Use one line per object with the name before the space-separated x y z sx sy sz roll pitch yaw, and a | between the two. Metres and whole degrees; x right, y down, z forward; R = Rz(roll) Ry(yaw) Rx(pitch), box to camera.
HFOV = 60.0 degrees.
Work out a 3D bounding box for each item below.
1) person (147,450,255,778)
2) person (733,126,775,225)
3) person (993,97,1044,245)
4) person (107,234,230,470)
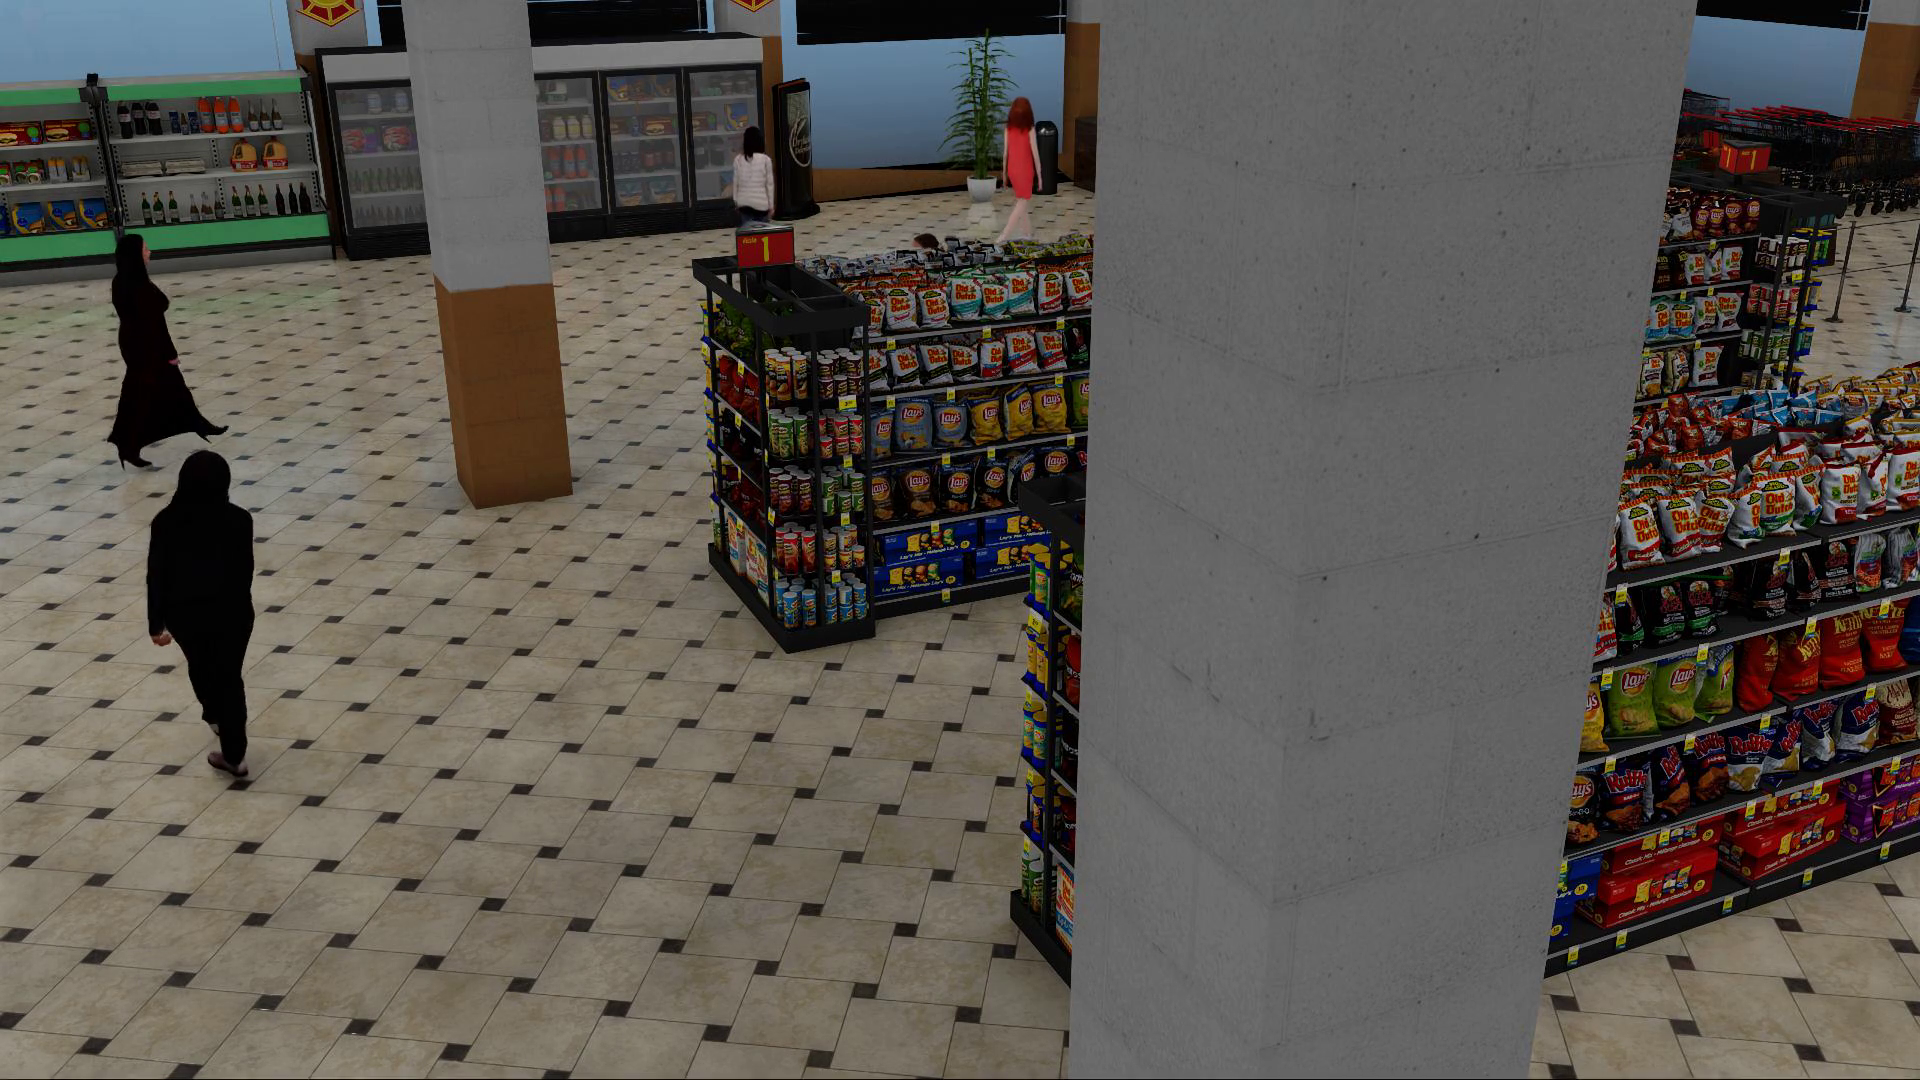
person | -3.673 0.404 8.119 0.868 1.566 0.753 -15 26 -32
person | -2.270 -3.666 18.197 1.094 1.603 1.024 2 22 5
person | 0.645 -4.109 19.049 0.973 1.789 1.229 16 27 35
person | -6.110 -1.349 12.284 1.187 1.712 0.853 -17 27 -36
